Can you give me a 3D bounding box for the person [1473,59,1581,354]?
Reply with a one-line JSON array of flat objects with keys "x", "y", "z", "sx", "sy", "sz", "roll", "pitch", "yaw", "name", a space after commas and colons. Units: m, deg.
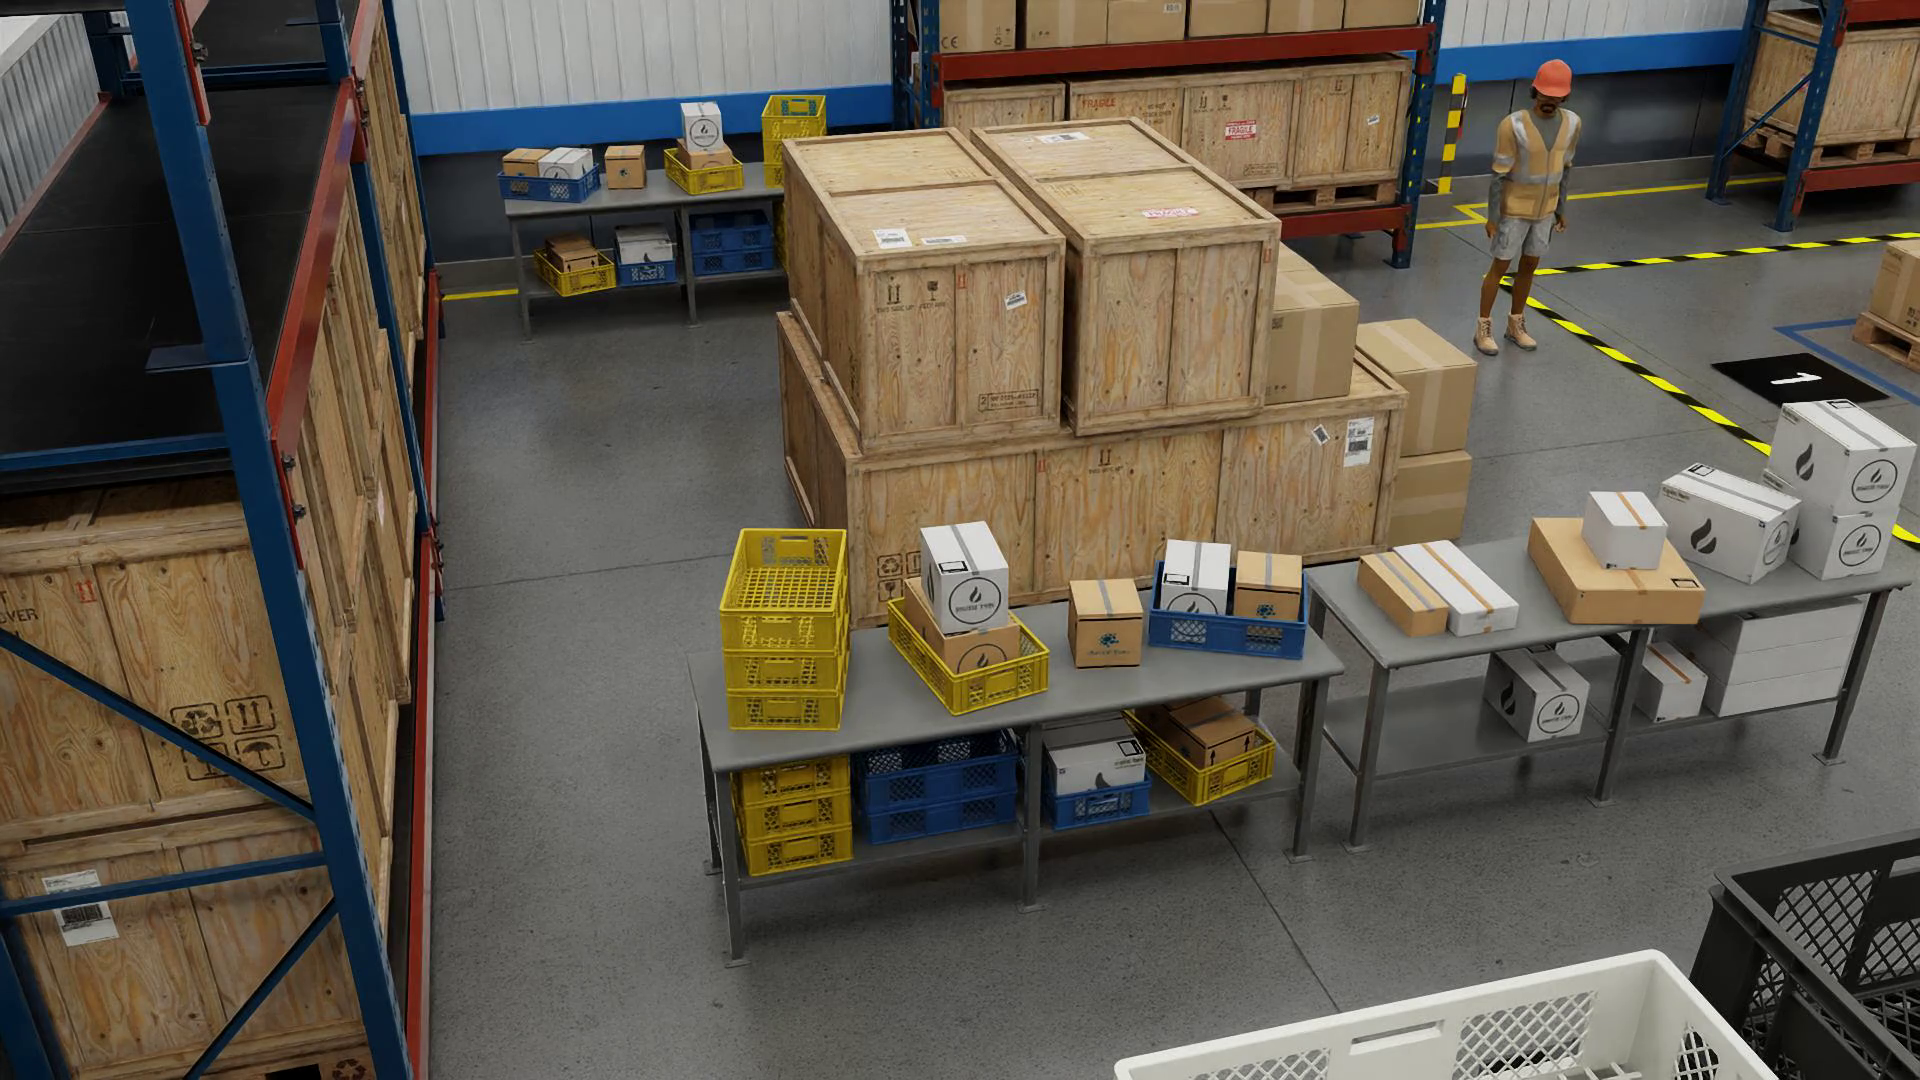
[{"x": 3.903, "y": -2.262, "z": 11.388, "sx": 0.612, "sy": 2.039, "sz": 0.385, "roll": -7, "pitch": 30, "yaw": -13, "name": "person"}]
